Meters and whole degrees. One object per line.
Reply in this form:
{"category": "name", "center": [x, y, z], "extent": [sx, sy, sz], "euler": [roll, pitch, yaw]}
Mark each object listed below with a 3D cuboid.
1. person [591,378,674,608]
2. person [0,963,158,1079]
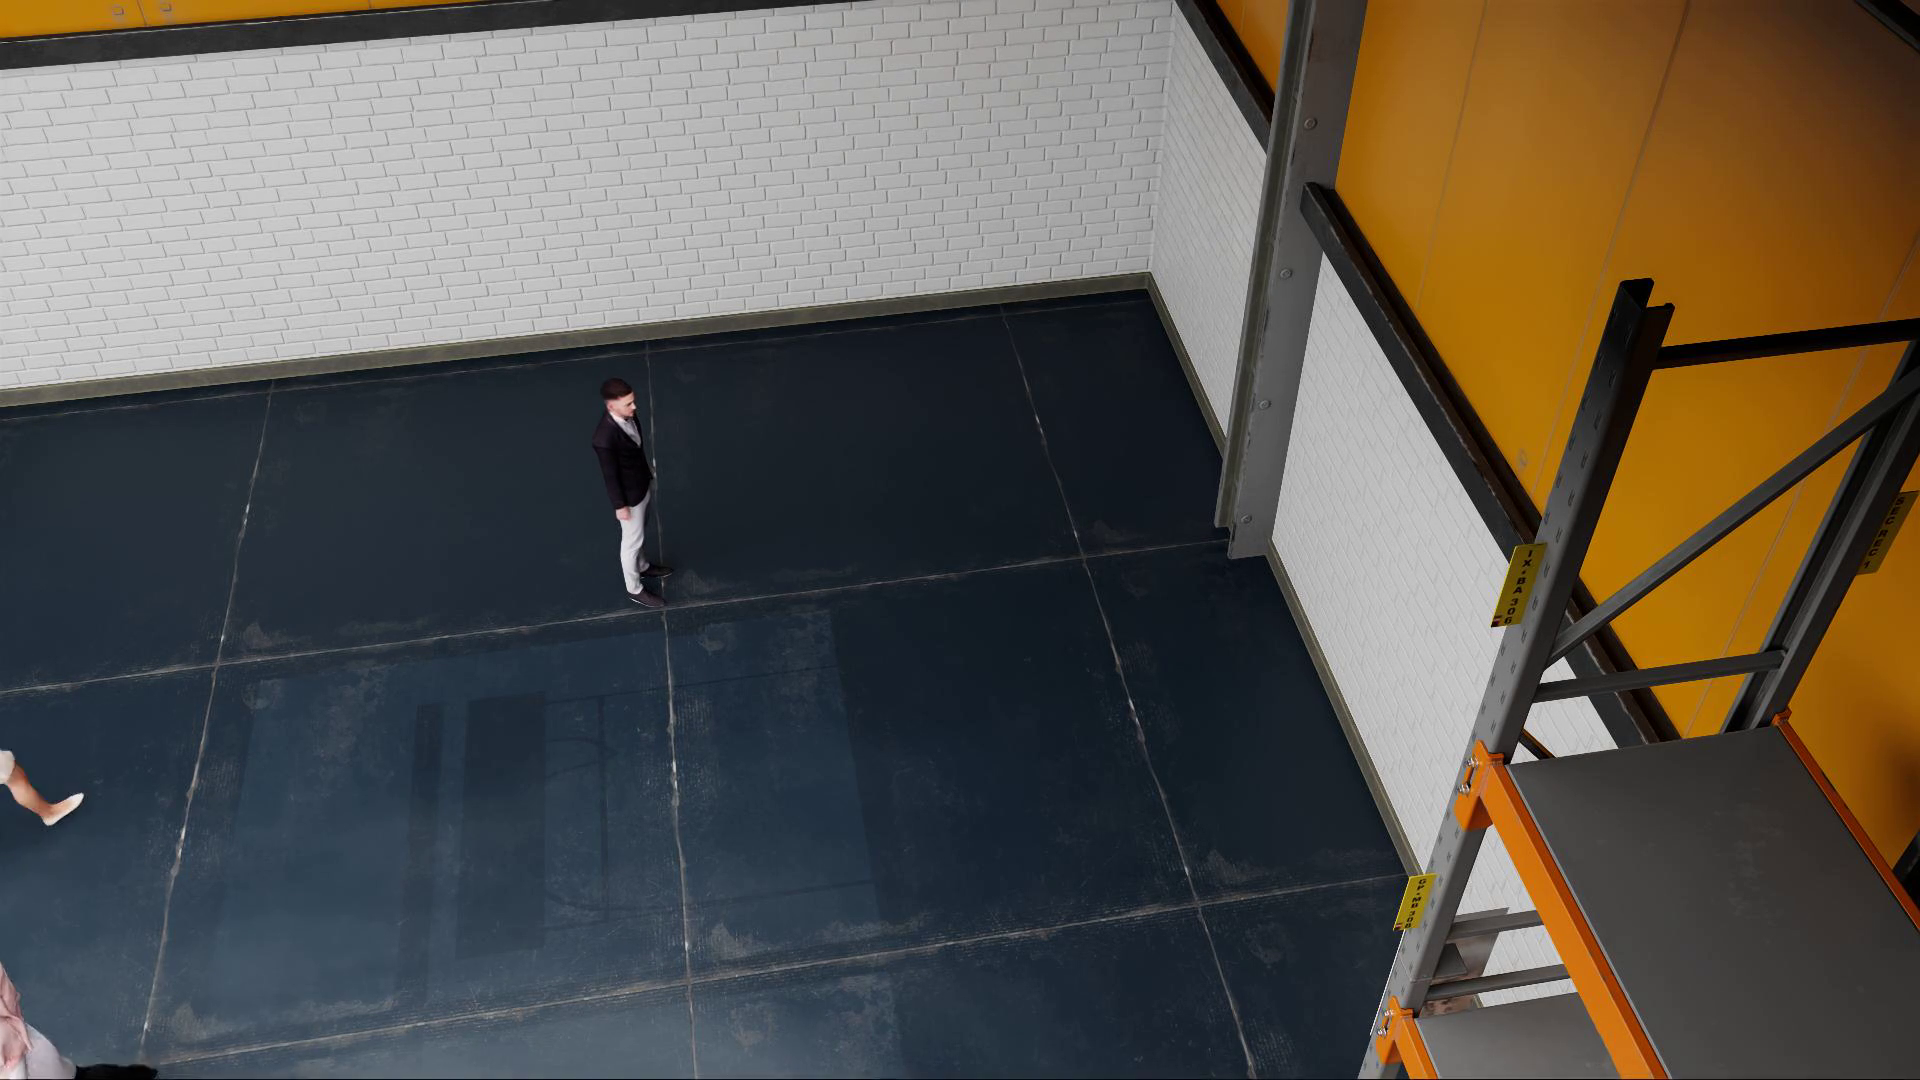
{"category": "person", "center": [-2.227, -0.346, 11.145], "extent": [0.769, 1.836, 0.592], "euler": [4, 44, 4]}
{"category": "person", "center": [-4.534, 2.504, 8.209], "extent": [1.152, 1.759, 1.219], "euler": [26, 49, 25]}
